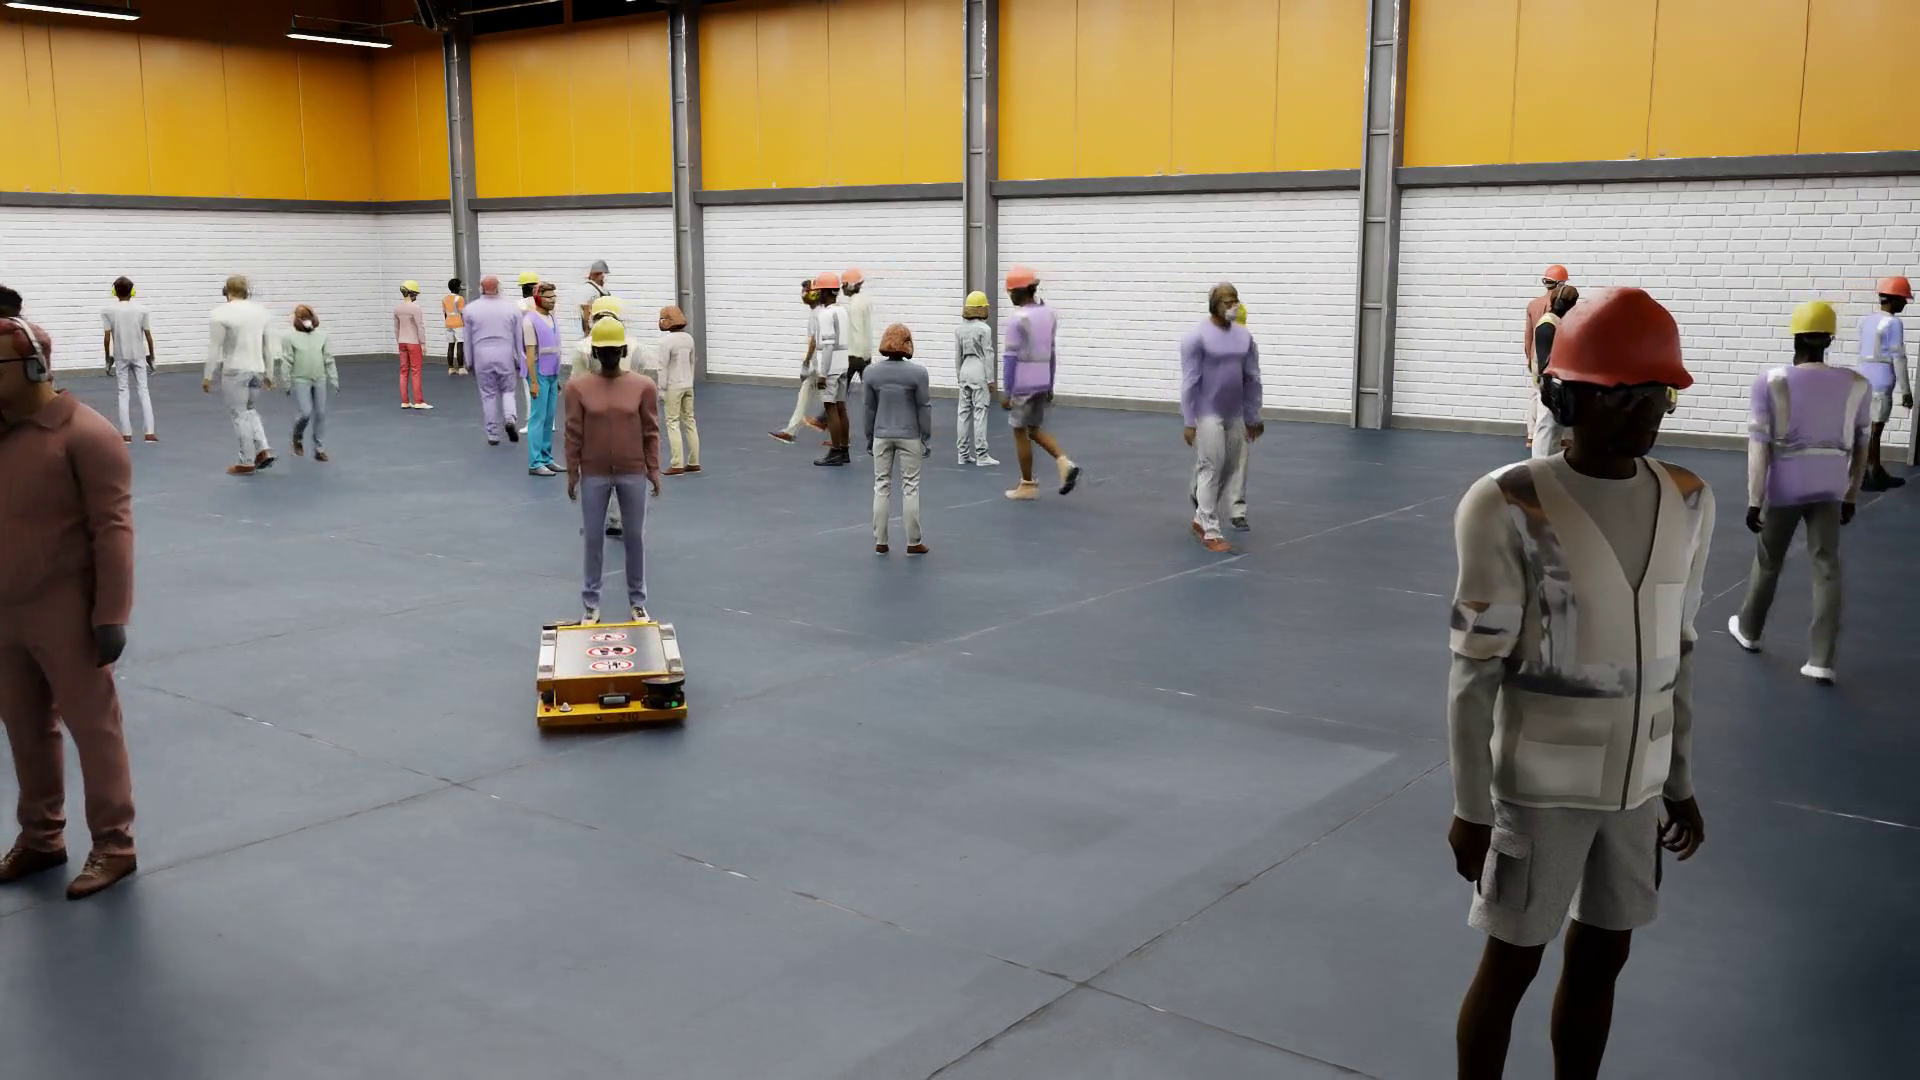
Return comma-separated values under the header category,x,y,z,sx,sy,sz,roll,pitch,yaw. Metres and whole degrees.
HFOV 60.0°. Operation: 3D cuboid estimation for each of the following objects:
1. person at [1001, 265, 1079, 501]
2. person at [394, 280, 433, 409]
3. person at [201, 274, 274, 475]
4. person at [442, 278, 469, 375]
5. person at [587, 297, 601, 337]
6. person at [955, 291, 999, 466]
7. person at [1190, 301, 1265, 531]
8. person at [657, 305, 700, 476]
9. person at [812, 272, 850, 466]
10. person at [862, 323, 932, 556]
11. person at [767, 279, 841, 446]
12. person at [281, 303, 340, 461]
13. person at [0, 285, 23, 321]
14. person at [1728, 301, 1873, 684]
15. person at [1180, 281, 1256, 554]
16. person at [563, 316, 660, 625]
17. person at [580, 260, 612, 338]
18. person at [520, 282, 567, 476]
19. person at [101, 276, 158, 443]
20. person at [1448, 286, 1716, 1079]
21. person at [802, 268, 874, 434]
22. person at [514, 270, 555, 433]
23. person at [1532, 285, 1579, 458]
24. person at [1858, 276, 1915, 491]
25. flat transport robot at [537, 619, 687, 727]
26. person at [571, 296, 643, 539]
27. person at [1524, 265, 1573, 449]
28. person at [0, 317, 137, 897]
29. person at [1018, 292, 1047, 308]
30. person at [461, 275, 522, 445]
category,x,y,z,sx,sy,sz,roll,pitch,yaw
person,0.632,-1.308,14.089,0.617,2.019,0.616,8,13,40
person,-7.481,-2.660,22.706,0.524,1.764,0.323,6,11,29
person,-6.877,-1.570,15.899,0.429,1.917,0.648,3,10,20
person,-8.819,-3.728,29.111,0.533,1.697,0.318,6,12,32
person,-3.964,-1.862,18.421,0.310,1.636,0.523,0,10,-2
person,0.164,-1.618,16.688,0.484,1.745,0.296,9,13,43
person,2.044,-0.991,12.981,0.656,1.771,0.876,-1,10,-8
person,-2.717,-1.427,15.934,0.285,1.628,0.507,5,11,28
person,-1.304,-1.708,16.646,0.369,1.935,0.552,3,10,17
person,-0.437,-0.698,11.654,0.500,1.633,0.279,3,10,15
person,-1.677,-1.926,18.227,0.931,1.825,0.558,-1,10,-4
person,-6.629,-1.599,16.959,0.391,1.618,0.520,10,14,44
person,-5.875,-0.581,10.130,0.471,1.929,0.683,-2,10,-13
person,4.279,-0.267,8.450,0.611,1.866,1.001,1,10,9
person,1.835,-0.874,11.897,0.636,1.958,0.550,-7,12,-34
person,-1.952,-0.370,9.365,0.533,1.765,0.331,-2,10,-13
person,-5.441,-3.225,25.179,0.536,2.000,0.712,2,10,10
person,-4.006,-1.540,15.938,0.374,1.843,0.568,2,10,10
person,-9.294,-2.010,18.621,0.533,1.864,0.310,-5,11,-26
person,1.312,0.501,3.482,0.615,2.041,0.387,-3,10,-19
person,-1.311,-2.199,19.496,1.050,1.933,0.633,1,10,7
person,-5.045,-2.216,19.645,0.386,1.922,0.594,8,13,39
person,5.433,-1.393,15.126,0.429,1.837,0.628,7,12,37
person,8.269,-1.382,14.835,0.505,1.935,0.555,1,10,4
flat transport robot,-1.686,0.609,8.007,0.652,0.197,1.431,-2,10,-12
person,-2.631,-0.895,12.326,0.601,1.804,0.439,-8,12,-38
person,6.437,-1.990,18.119,0.379,1.996,0.611,-7,12,-34
person,-3.037,0.226,5.480,0.651,1.906,0.403,3,10,16
person,0.914,-2.484,21.460,0.332,1.842,0.505,8,13,41
person,-5.159,-1.982,18.406,0.655,1.887,0.492,-4,10,-20
